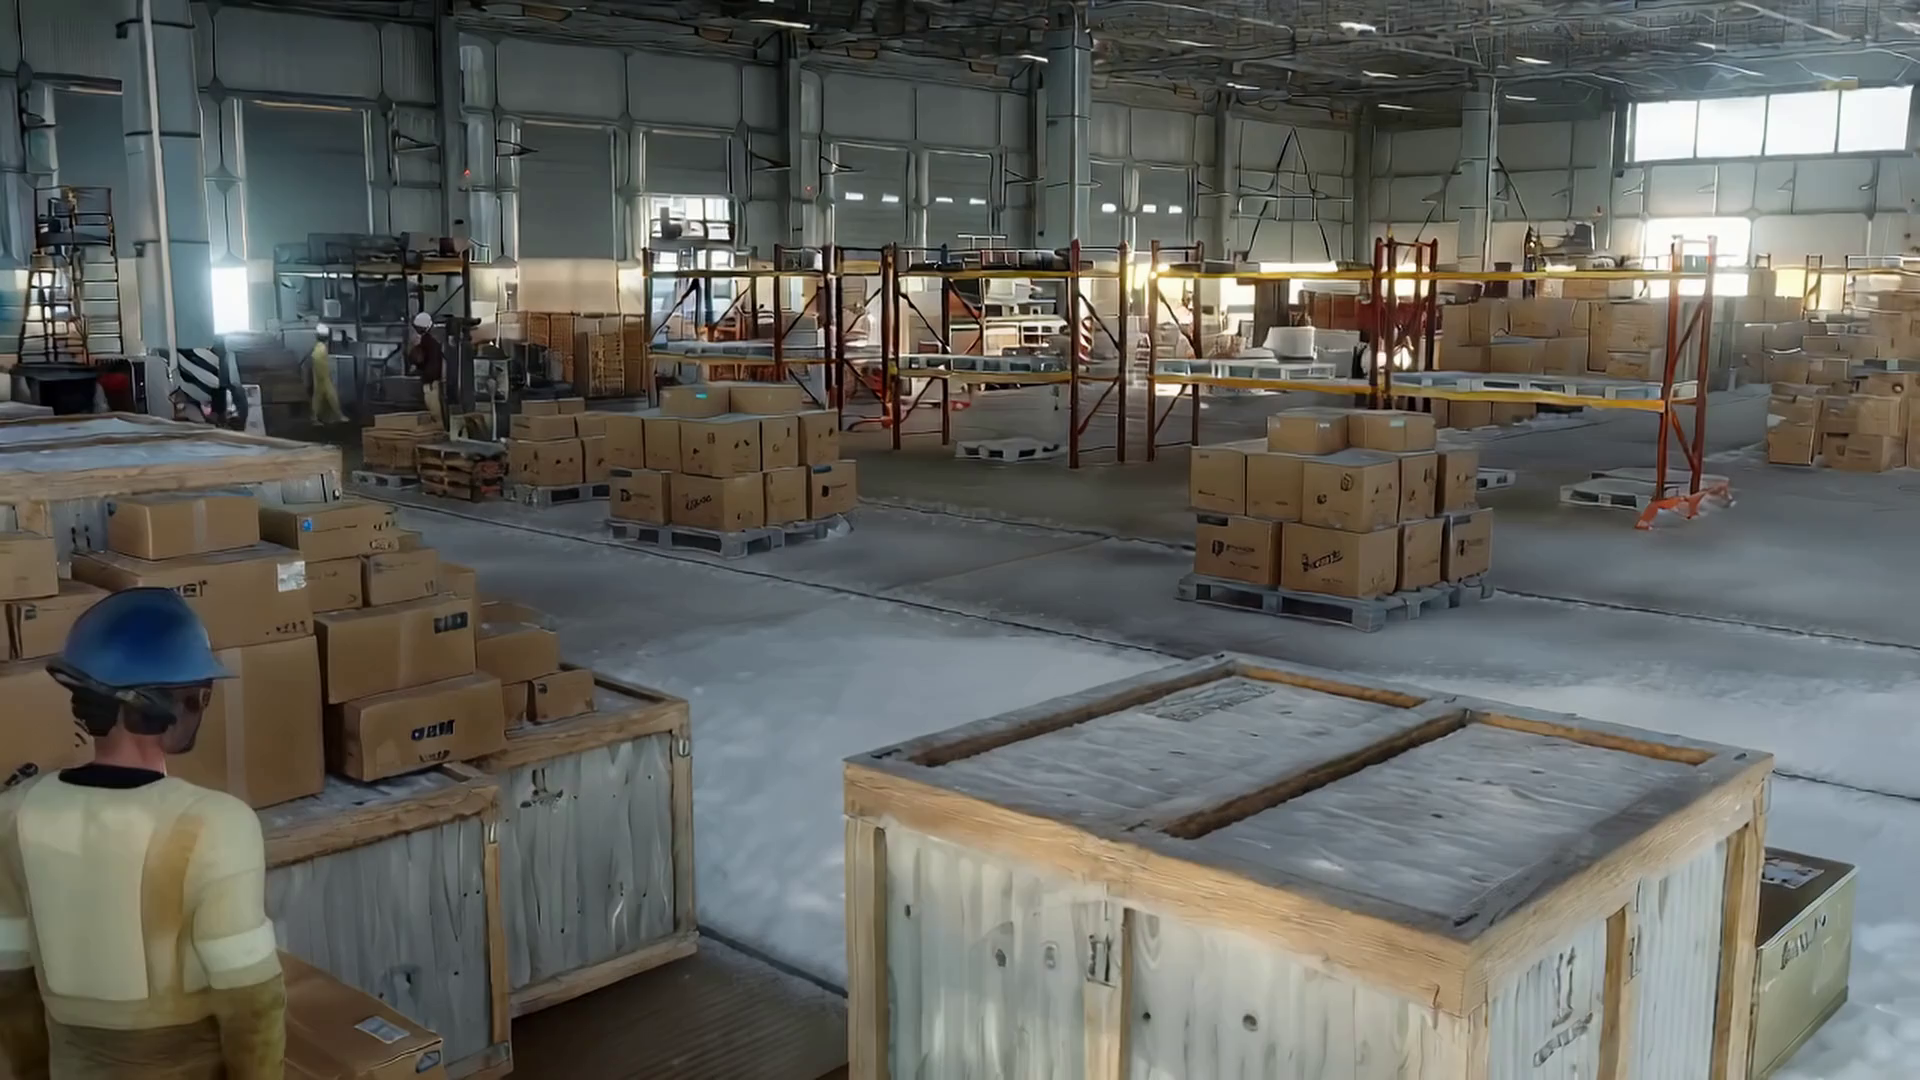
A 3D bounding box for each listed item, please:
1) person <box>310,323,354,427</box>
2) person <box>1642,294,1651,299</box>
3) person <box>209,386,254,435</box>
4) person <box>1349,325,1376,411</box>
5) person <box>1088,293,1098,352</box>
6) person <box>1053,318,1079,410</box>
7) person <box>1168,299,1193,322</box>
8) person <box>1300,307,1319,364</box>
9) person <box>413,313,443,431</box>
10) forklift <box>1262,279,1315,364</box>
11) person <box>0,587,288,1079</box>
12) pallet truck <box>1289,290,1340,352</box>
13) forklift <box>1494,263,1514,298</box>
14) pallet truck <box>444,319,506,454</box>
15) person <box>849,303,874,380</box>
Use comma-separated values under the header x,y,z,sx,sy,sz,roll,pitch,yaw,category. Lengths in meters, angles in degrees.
x,y,z,sx,sy,sz,roll,pitch,yaw,category
-10.627,-2.775,28.034,0.813,1.733,0.545,-3,10,-17,person
19.629,-6.080,47.703,0.367,1.939,0.634,1,9,5,person
-5.063,-0.137,11.536,0.687,1.843,0.577,-4,10,-23,person
5.904,-2.255,24.561,0.574,1.829,0.526,-5,10,-27,person
4.077,-6.680,51.431,0.546,1.927,0.389,-8,12,-39,person
2.003,-3.307,31.335,0.487,1.738,0.320,0,9,2,person
5.593,-5.209,42.531,0.646,1.887,1.016,-3,10,-15,person
9.629,-5.691,46.363,0.856,1.592,0.532,2,9,10,person
-8.041,-2.435,25.177,0.393,1.995,0.612,-4,10,-24,person
8.555,-6.090,44.881,1.873,2.768,1.129,9,13,43,forklift
-1.599,1.106,3.340,0.608,2.040,0.394,2,10,15,person
11.297,-6.951,52.861,1.885,1.965,0.823,-5,11,-29,pallet truck
15.057,-6.327,46.336,1.873,2.768,1.129,1,9,9,forklift
-6.981,-1.942,22.150,1.885,1.965,0.823,1,9,9,pallet truck
-2.368,-4.740,39.786,0.584,1.843,0.946,2,9,11,person
